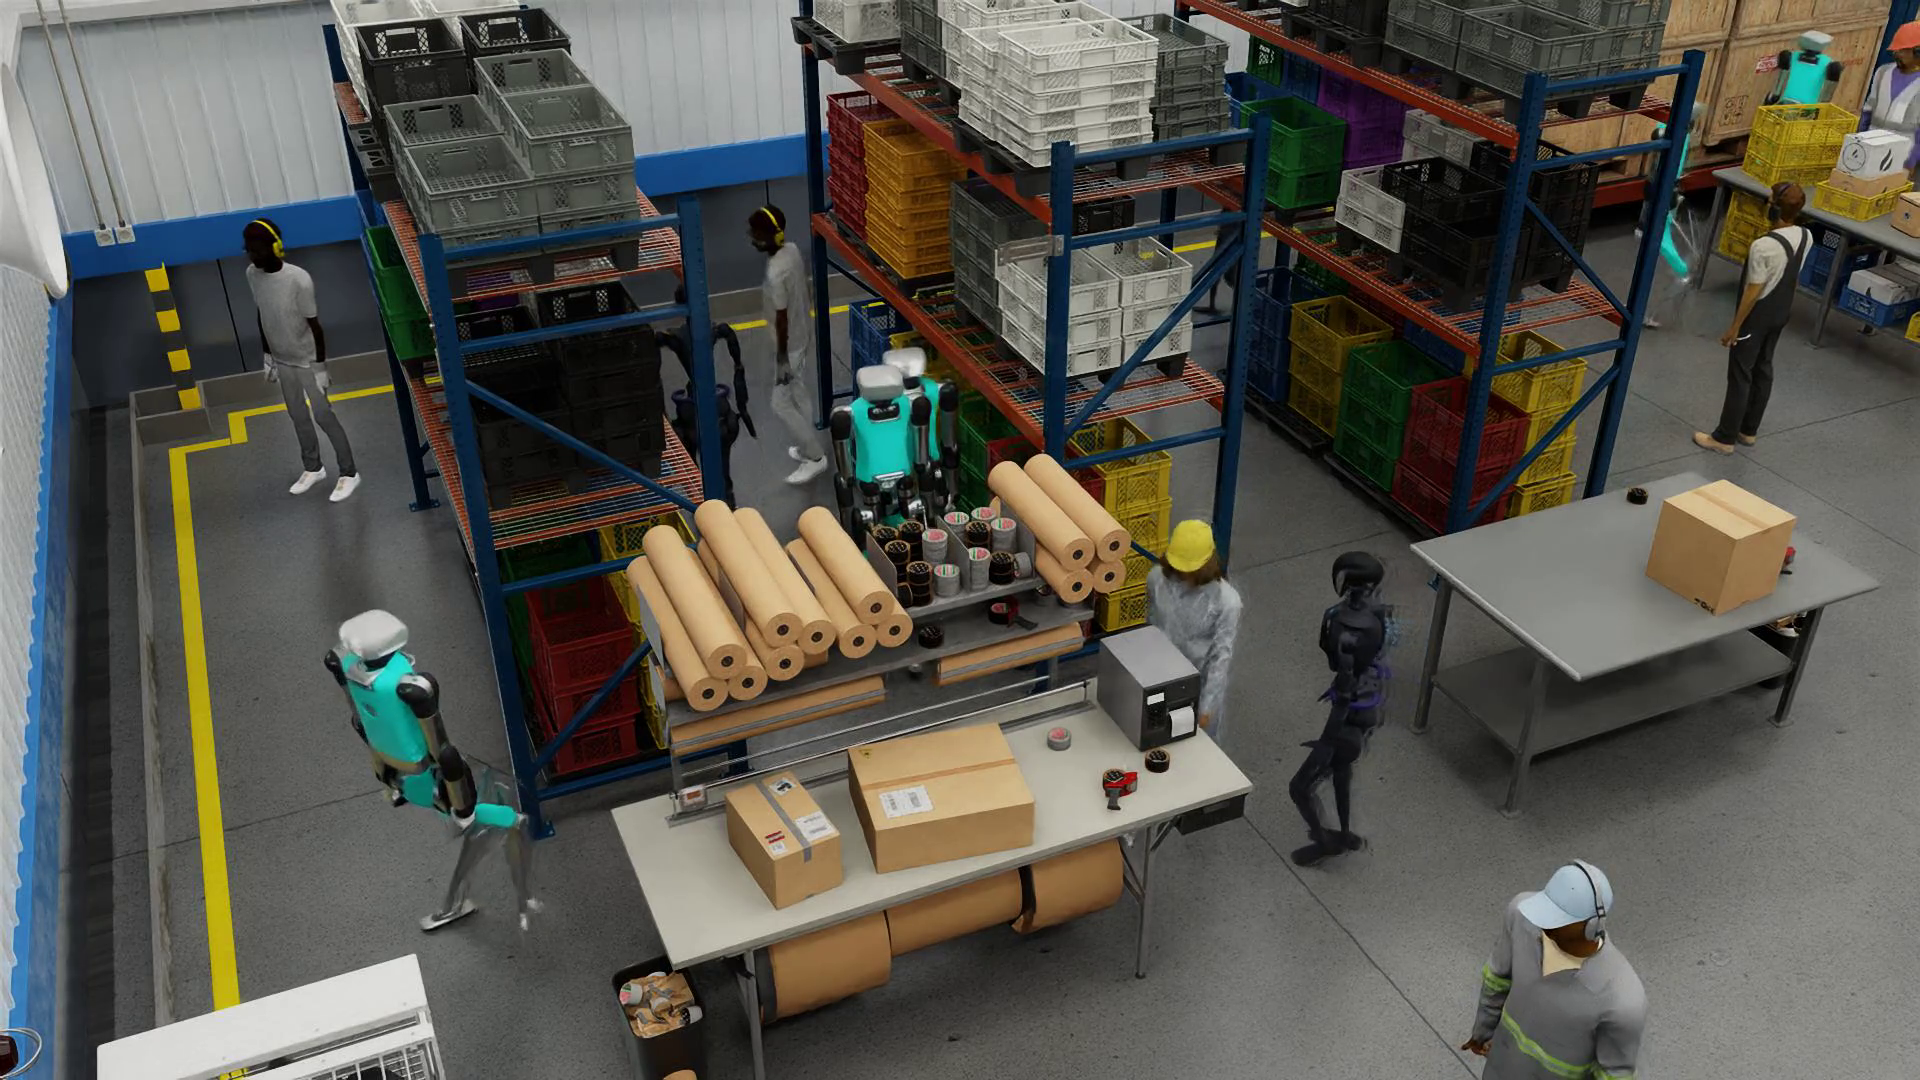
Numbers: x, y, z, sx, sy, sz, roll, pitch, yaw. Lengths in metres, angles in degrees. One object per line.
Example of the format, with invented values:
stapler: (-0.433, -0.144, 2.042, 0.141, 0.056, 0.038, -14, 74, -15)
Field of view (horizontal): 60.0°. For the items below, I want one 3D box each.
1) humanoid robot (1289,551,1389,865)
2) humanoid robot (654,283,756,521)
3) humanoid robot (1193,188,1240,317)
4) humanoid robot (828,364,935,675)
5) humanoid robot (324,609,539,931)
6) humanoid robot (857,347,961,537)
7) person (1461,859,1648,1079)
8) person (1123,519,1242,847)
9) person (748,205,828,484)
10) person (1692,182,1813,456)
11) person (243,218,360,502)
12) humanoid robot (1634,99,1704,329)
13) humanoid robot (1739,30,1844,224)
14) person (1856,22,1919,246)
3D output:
humanoid robot: (1.702, 0.753, 7.405, 0.423, 1.643, 0.591, 10, 33, 15)
humanoid robot: (-1.524, -0.736, 9.863, 0.613, 1.631, 0.760, -9, 33, -15)
humanoid robot: (2.106, -2.454, 12.652, 0.523, 1.655, 0.609, 1, 32, 2)
humanoid robot: (-0.319, 0.000, 8.516, 0.536, 1.743, 0.705, -11, 33, -17)
humanoid robot: (-2.123, 0.954, 7.022, 0.547, 1.779, 0.784, 17, 35, 25)
humanoid robot: (-0.307, -0.269, 9.064, 0.550, 1.852, 0.678, -8, 33, -13)
person: (1.911, 1.788, 5.557, 0.398, 1.850, 0.596, -14, 34, -22)
person: (0.980, 0.670, 7.510, 0.479, 1.692, 0.883, 16, 35, 24)
person: (-1.069, -1.254, 10.509, 0.395, 1.852, 0.692, 6, 32, 9)
person: (5.162, -1.419, 10.772, 0.504, 1.845, 0.348, -16, 35, -24)
person: (-4.086, -1.103, 10.251, 0.501, 1.858, 0.338, 13, 34, 20)
humanoid robot: (5.381, -2.318, 12.446, 0.705, 1.912, 0.548, 26, 40, 35)
humanoid robot: (6.855, -3.324, 13.993, 0.816, 1.793, 0.535, -24, 39, -33)
person: (7.583, -3.210, 13.544, 0.931, 2.000, 0.602, -17, 35, -25)
